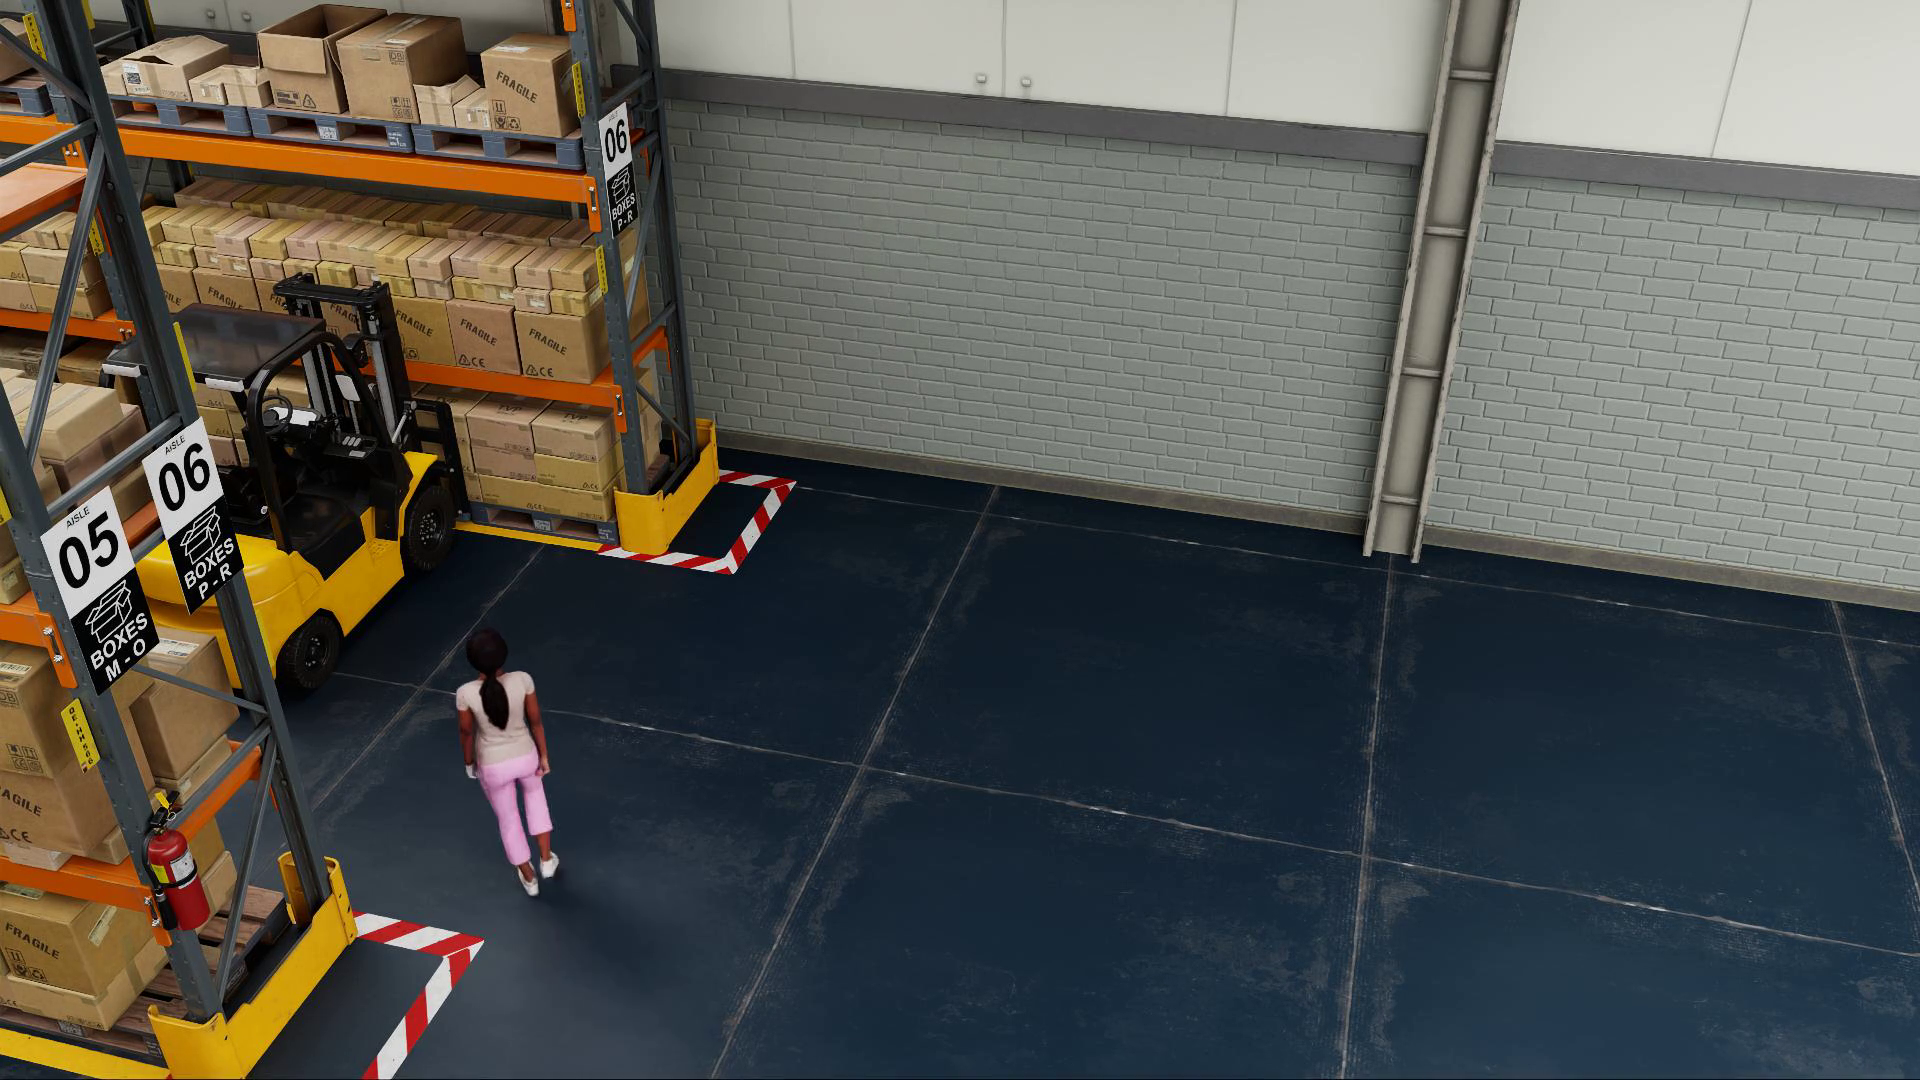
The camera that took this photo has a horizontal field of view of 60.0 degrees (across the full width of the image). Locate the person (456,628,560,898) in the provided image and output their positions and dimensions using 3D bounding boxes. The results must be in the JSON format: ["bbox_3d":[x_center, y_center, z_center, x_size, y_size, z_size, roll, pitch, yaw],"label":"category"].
[{"bbox_3d":[-2.366,1.232,8.753,0.690,1.734,0.754,-15,36,-21],"label":"person"}]
